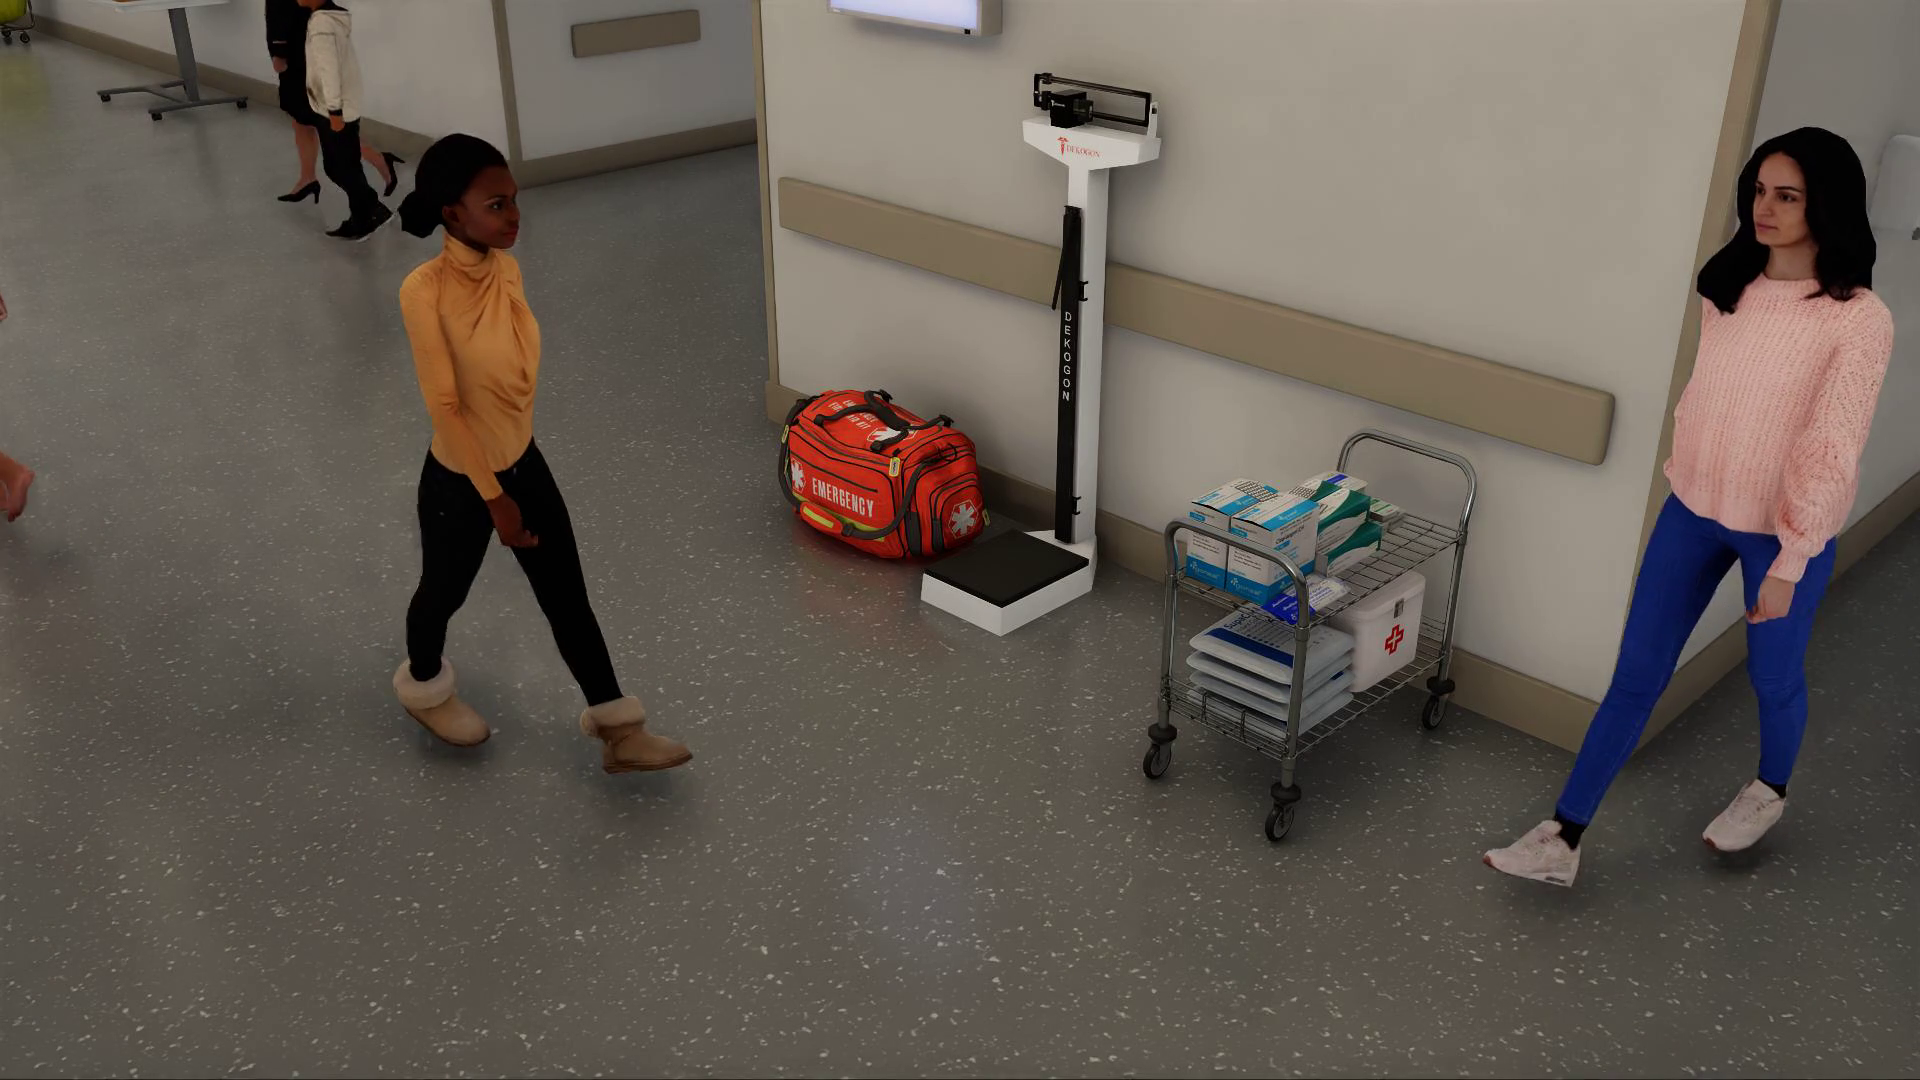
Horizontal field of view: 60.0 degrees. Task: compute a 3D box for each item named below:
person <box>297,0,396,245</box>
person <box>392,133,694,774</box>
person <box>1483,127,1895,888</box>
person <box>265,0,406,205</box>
[{"bbox_3d":[-3.169,-2.261,8.653,0.786,1.436,0.712,-6,26,-11],"label":"person"},{"bbox_3d":[-1.230,-0.144,4.060,1.184,1.611,0.791,13,29,26],"label":"person"},{"bbox_3d":[1.777,0.006,3.632,0.968,1.714,1.156,-12,28,-24],"label":"person"},{"bbox_3d":[-3.551,-2.661,9.235,1.091,1.651,1.063,-2,26,-4],"label":"person"}]
